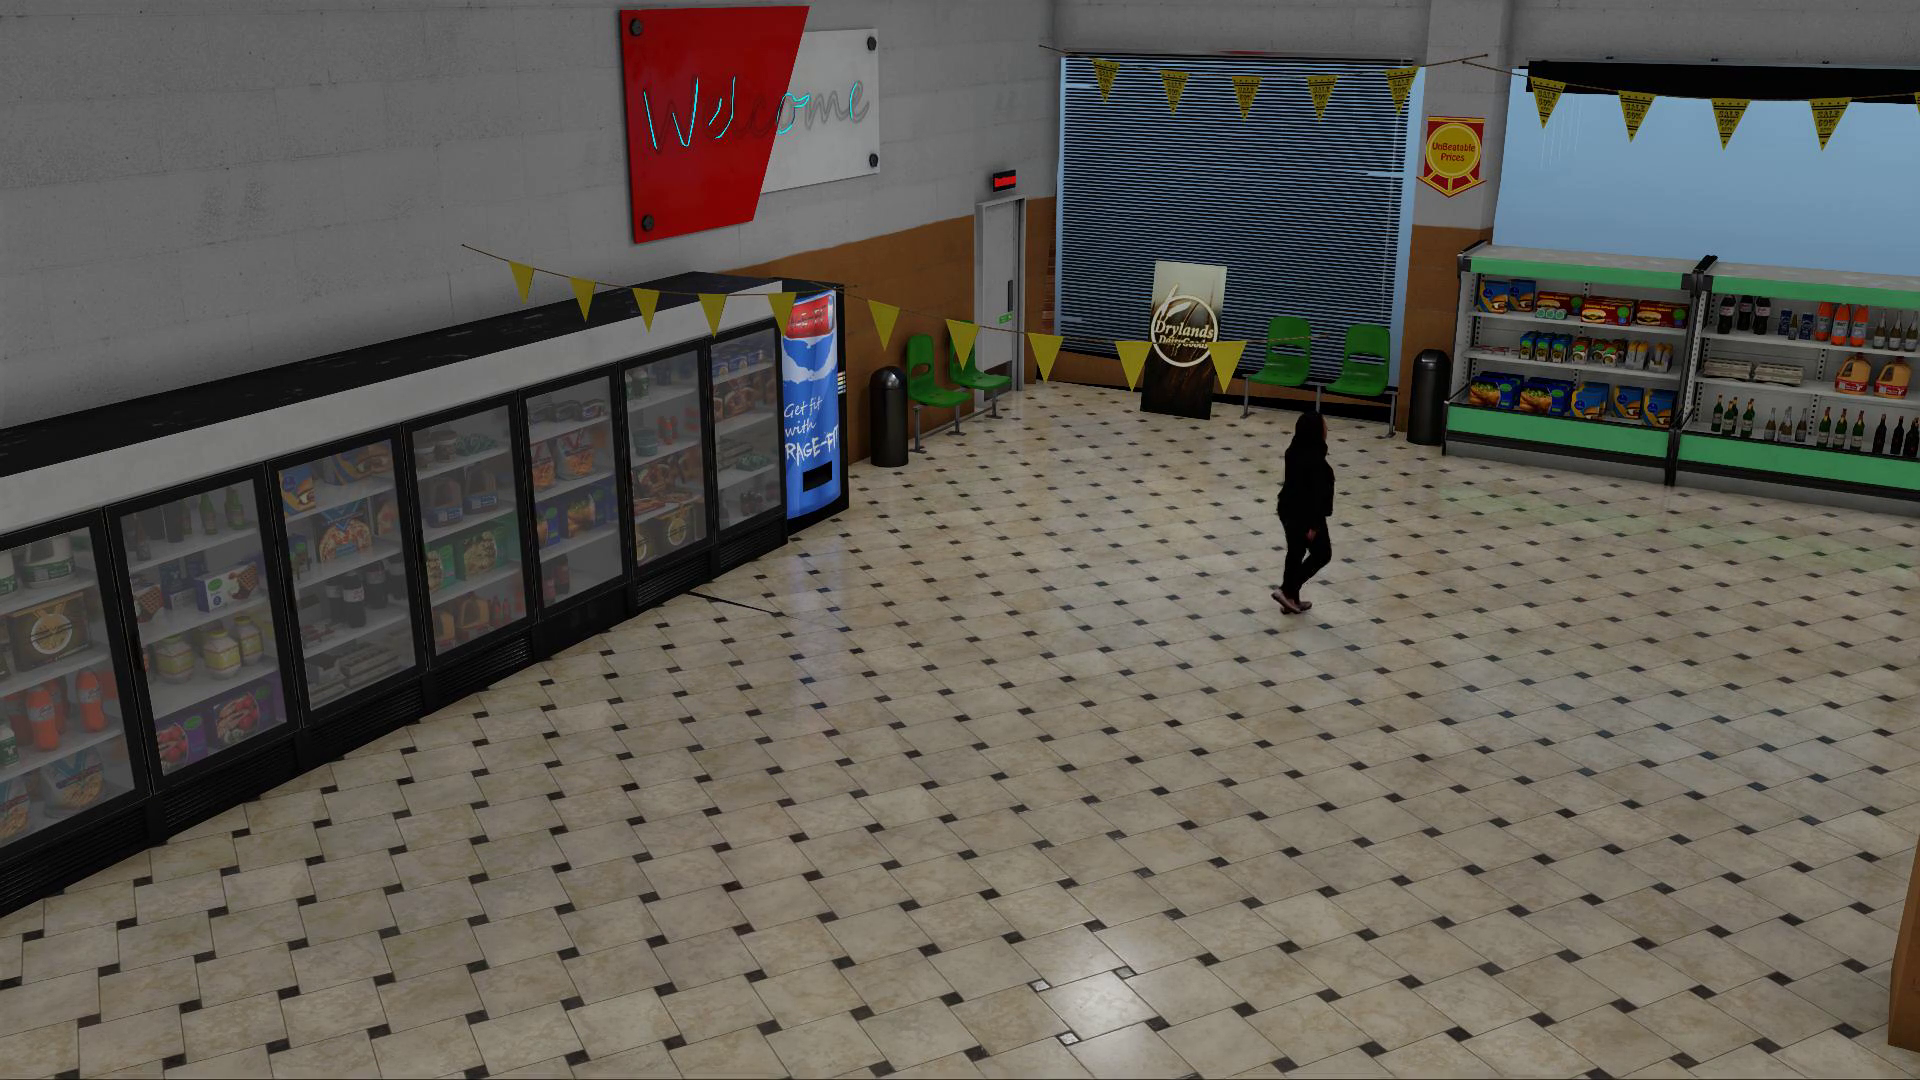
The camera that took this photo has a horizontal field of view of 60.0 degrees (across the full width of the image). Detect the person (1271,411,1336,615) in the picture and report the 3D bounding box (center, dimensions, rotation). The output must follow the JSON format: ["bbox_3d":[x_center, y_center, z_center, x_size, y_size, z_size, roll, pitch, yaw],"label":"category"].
[{"bbox_3d":[2.522,-0.170,12.574,0.886,1.601,0.827,-7,20,-21],"label":"person"}]
